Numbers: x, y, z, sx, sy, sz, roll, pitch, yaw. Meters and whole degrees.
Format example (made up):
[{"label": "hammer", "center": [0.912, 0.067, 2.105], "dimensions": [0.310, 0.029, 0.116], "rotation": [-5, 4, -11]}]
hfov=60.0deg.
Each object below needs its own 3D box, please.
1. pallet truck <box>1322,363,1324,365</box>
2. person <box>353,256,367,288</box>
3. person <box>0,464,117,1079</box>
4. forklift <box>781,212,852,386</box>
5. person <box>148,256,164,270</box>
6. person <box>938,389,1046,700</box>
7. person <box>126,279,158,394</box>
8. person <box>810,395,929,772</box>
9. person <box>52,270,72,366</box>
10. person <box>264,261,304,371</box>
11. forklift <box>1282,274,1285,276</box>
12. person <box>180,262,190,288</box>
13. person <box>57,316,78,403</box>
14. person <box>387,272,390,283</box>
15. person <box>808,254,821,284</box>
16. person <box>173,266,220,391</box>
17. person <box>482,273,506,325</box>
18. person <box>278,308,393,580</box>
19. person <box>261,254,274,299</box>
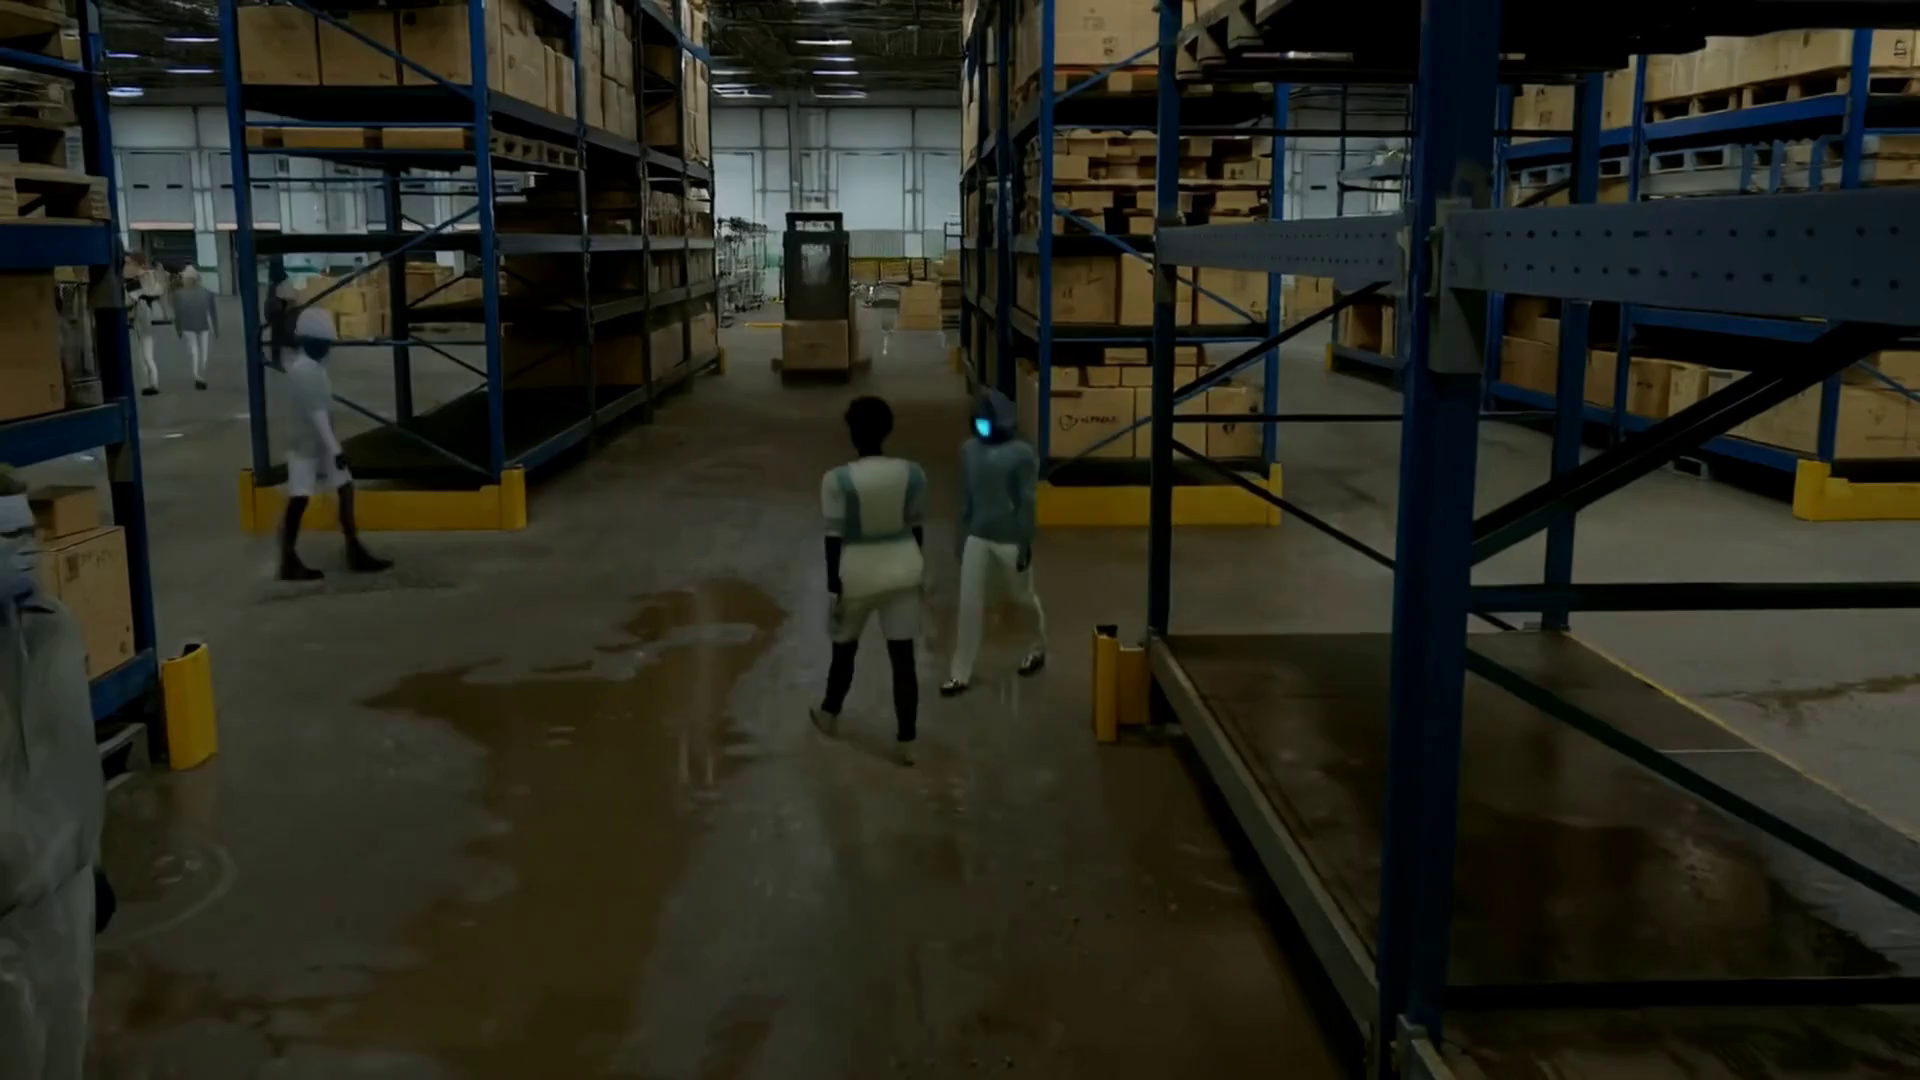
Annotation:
[{"label": "pallet truck", "center": [7.712, -4.157, 30.737], "dimensions": [1.885, 1.965, 0.823], "rotation": [3, 11, 16]}, {"label": "person", "center": [-19.951, -8.520, 55.389], "dimensions": [1.108, 1.867, 0.653], "rotation": [-10, 14, -43]}, {"label": "person", "center": [-2.034, 0.774, 3.564], "dimensions": [0.400, 1.900, 0.636], "rotation": [1, 10, 3]}, {"label": "forklift", "center": [-2.369, -3.989, 27.343], "dimensions": [1.129, 2.768, 1.873], "rotation": [0, 10, -2]}, {"label": "person", "center": [-28.428, -9.110, 58.779], "dimensions": [0.624, 1.841, 0.430], "rotation": [4, 11, 21]}, {"label": "person", "center": [0.202, -0.003, 8.735], "dimensions": [0.510, 1.589, 0.852], "rotation": [7, 12, 34]}, {"label": "person", "center": [-12.619, -3.127, 25.653], "dimensions": [0.332, 1.767, 0.525], "rotation": [-5, 11, -27]}, {"label": "person", "center": [-0.410, 0.167, 7.577], "dimensions": [0.549, 1.655, 0.865], "rotation": [-4, 11, -20]}, {"label": "person", "center": [-17.113, -4.244, 31.312], "dimensions": [0.605, 1.966, 0.367], "rotation": [3, 10, 14]}, {"label": "person", "center": [-12.224, -4.086, 30.220], "dimensions": [0.921, 2.000, 0.681], "rotation": [-9, 13, -40]}, {"label": "forklift", "center": [12.240, -10.302, 62.509], "dimensions": [1.129, 2.768, 1.873], "rotation": [0, 10, -2]}, {"label": "person", "center": [-23.516, -7.598, 50.656], "dimensions": [0.404, 1.726, 0.503], "rotation": [8, 13, 38]}, {"label": "person", "center": [-11.629, -2.332, 21.315], "dimensions": [0.530, 1.732, 0.873], "rotation": [0, 10, 1]}, {"label": "person", "center": [-18.744, -8.403, 55.258], "dimensions": [0.534, 1.692, 0.321], "rotation": [-10, 14, -44]}, {"label": "person", "center": [-5.460, -9.722, 62.096], "dimensions": [1.024, 1.860, 0.565], "rotation": [-3, 11, -18]}, {"label": "person", "center": [-12.015, -3.330, 26.261], "dimensions": [0.629, 1.943, 0.917], "rotation": [-10, 14, -43]}, {"label": "person", "center": [-13.085, -6.892, 46.471], "dimensions": [0.793, 1.815, 0.519], "rotation": [-5, 11, -24]}, {"label": "person", "center": [-4.356, -0.648, 11.482], "dimensions": [0.890, 1.884, 0.559], "rotation": [-2, 10, -9]}, {"label": "person", "center": [-26.908, -10.197, 64.636], "dimensions": [0.611, 1.910, 0.592], "rotation": [4, 11, 21]}]
